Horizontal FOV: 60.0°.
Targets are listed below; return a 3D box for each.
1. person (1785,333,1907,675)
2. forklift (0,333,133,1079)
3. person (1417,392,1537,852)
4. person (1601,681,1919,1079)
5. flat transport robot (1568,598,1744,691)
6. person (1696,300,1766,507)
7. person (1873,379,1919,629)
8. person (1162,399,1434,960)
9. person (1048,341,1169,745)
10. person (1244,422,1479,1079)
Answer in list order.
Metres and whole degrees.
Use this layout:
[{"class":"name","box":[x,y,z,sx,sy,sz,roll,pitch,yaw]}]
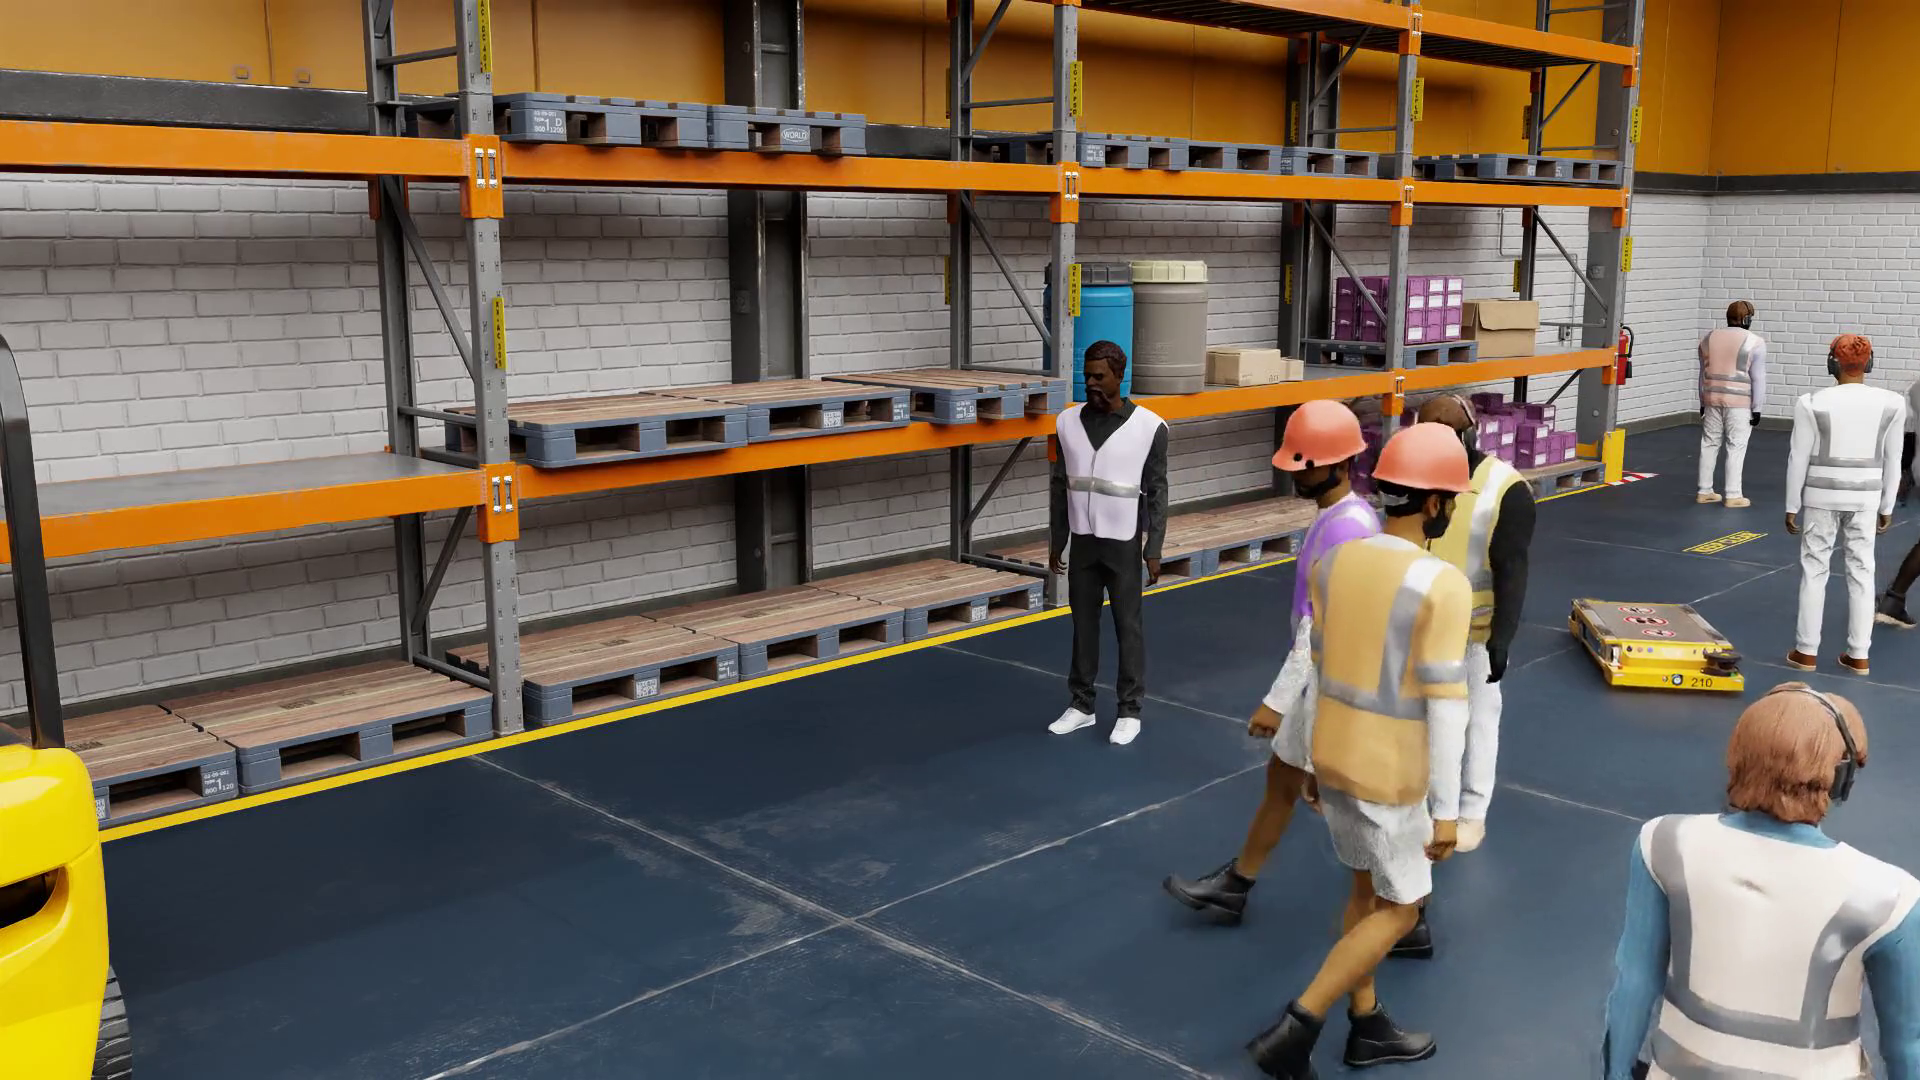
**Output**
[{"class":"person","box":[4.856,-0.195,9.175,0.575,1.876,0.340,3,11,14]},{"class":"forklift","box":[-3.289,0.485,4.582,1.214,2.155,2.313,-10,14,-44]},{"class":"person","box":[1.843,0.348,6.370,0.653,1.808,0.759,9,14,41]},{"class":"person","box":[1.519,1.053,3.110,0.531,1.599,0.814,10,14,43]},{"class":"flat transport robot","box":[3.891,0.566,9.384,0.652,0.197,1.431,2,11,11]},{"class":"person","box":[6.872,-1.209,14.821,0.430,1.836,0.618,-7,13,-34]},{"class":"person","box":[6.071,-0.406,10.226,1.026,1.919,0.609,-2,11,-12]},{"class":"person","box":[1.152,0.471,5.498,0.964,1.878,0.544,1,10,6]},{"class":"person","box":[0.705,0.007,7.939,0.597,1.916,0.371,6,12,32]},{"class":"person","box":[1.104,0.631,4.577,0.679,1.910,0.583,-6,12,-28]}]
